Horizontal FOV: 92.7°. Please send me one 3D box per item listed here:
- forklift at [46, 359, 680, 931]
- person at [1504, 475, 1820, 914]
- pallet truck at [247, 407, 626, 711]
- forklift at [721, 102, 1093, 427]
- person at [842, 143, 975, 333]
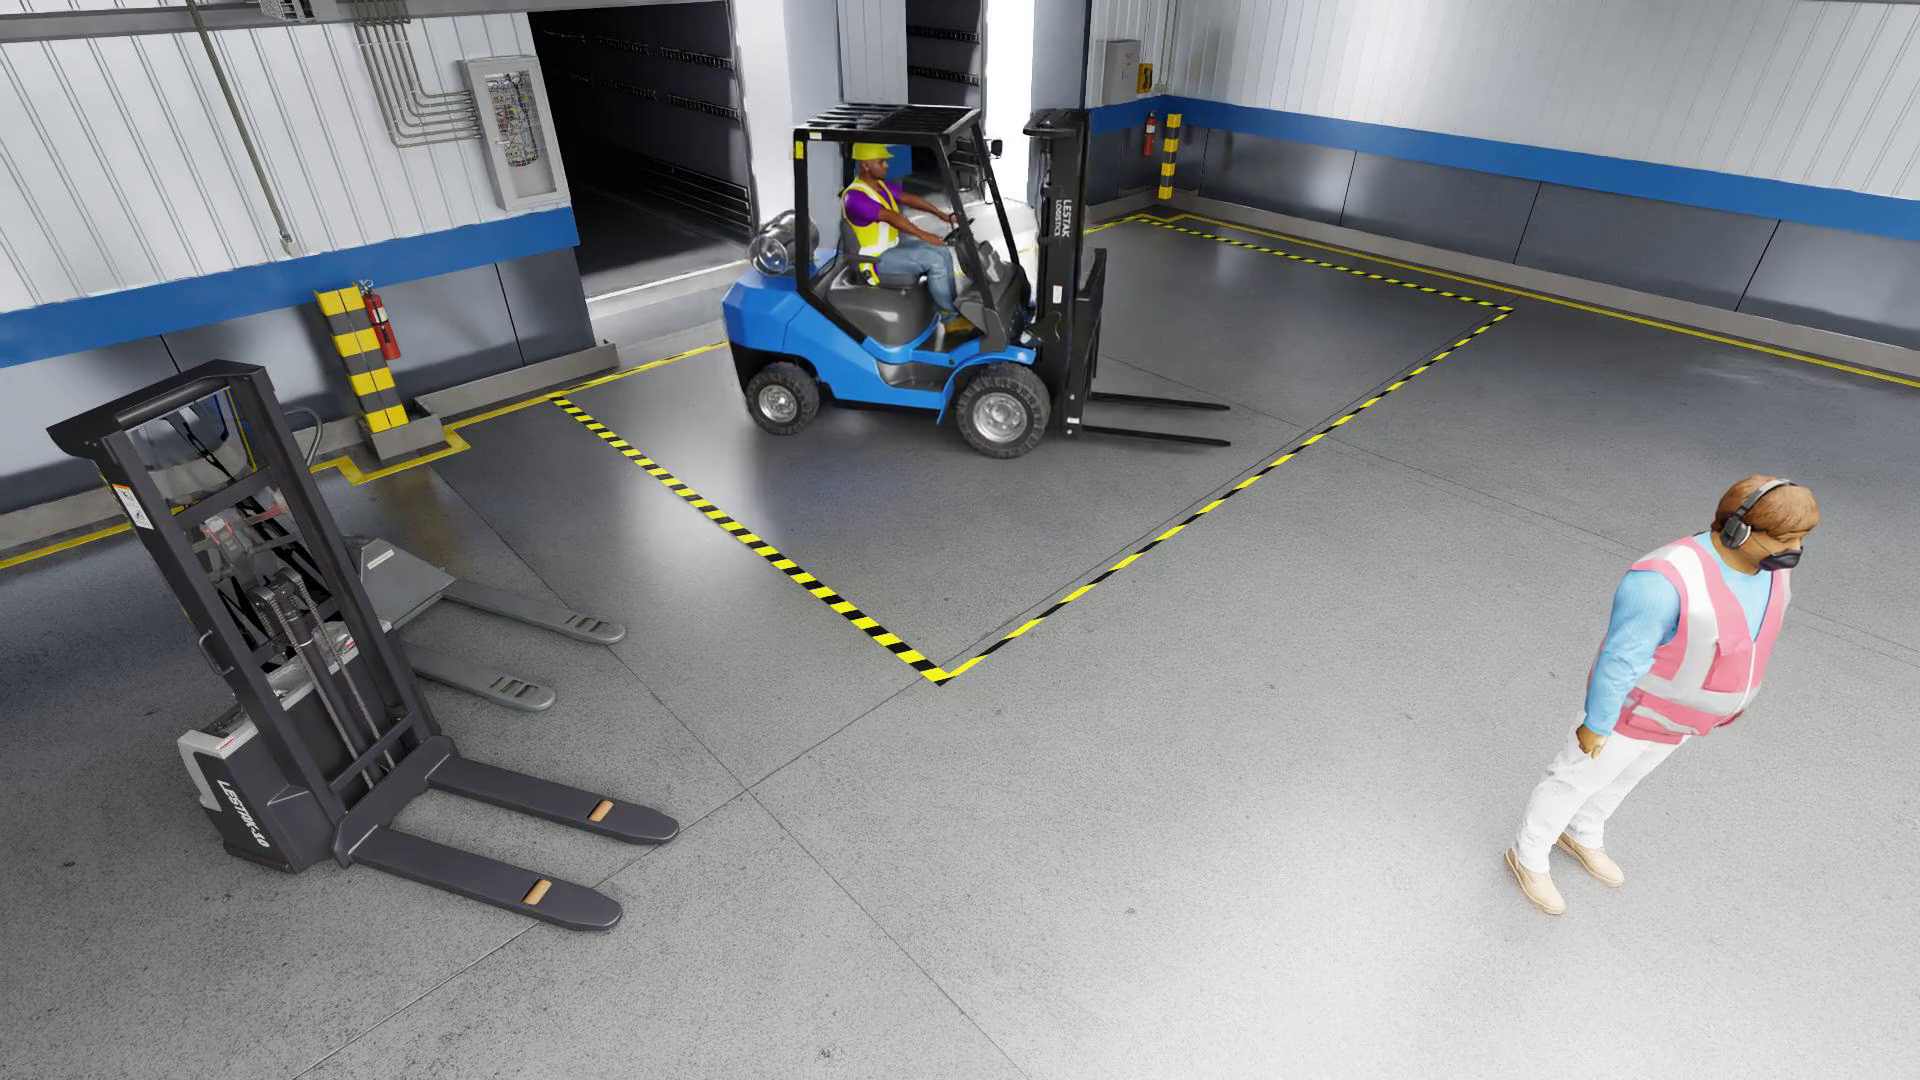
[{"bbox_3d":[-2.135,0.422,3.354,1.885,1.965,0.823,10,35,14],"label":"forklift"},{"bbox_3d":[2.455,0.591,3.242,0.618,1.845,0.430,-11,36,-16],"label":"person"},{"bbox_3d":[-2.628,0.038,4.590,1.601,1.201,0.680,12,36,18],"label":"pallet truck"},{"bbox_3d":[-0.350,-1.991,6.585,2.680,2.036,1.157,8,35,11],"label":"forklift"},{"bbox_3d":[-0.294,-2.134,6.462,1.004,1.294,0.635,8,35,11],"label":"person"}]
